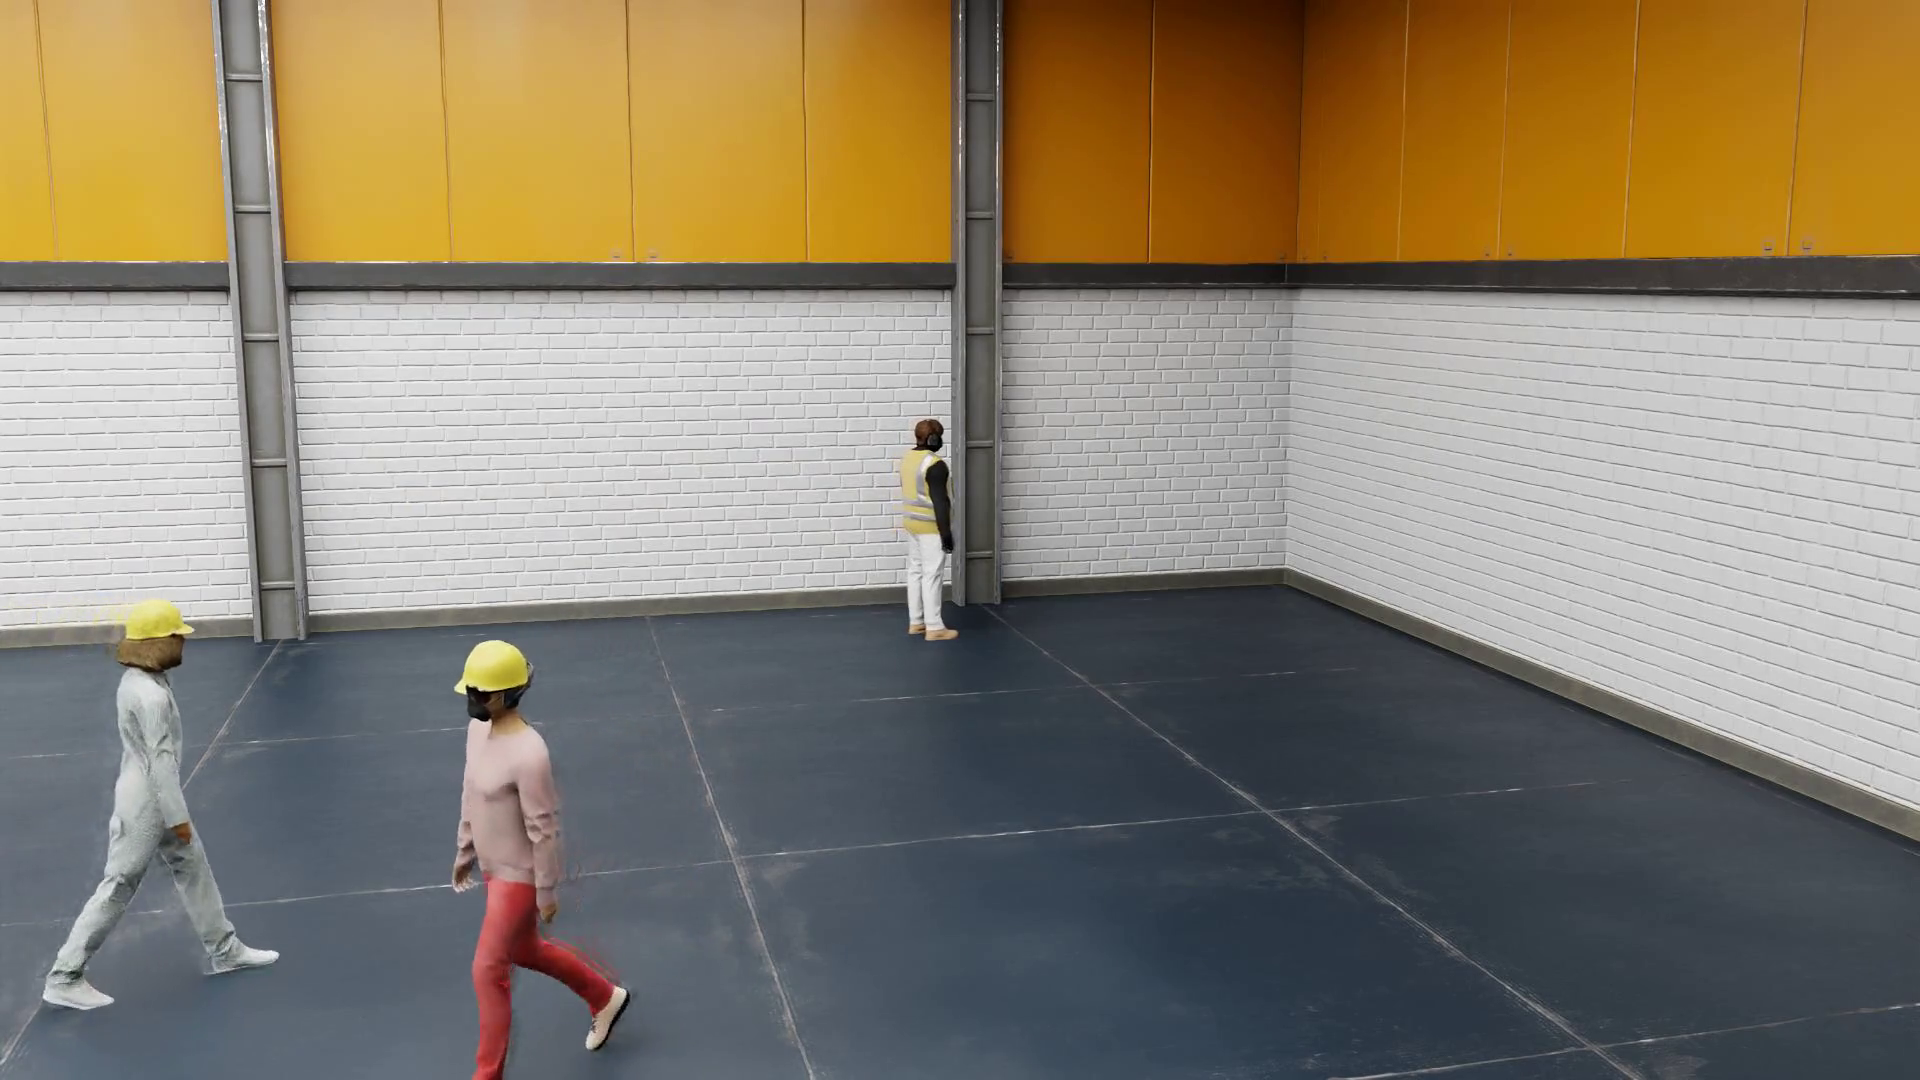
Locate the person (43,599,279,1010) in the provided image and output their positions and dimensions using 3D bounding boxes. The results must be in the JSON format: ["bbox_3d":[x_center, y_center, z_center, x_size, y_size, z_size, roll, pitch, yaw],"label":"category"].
[{"bbox_3d":[-3.414,1.086,6.942,0.904,1.697,0.498,-5,10,-28],"label":"person"}]

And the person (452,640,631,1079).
[{"bbox_3d":[-1.592,1.194,6.137,0.802,1.736,0.529,-7,11,-36],"label":"person"}]

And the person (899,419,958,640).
[{"bbox_3d":[-0.256,-0.093,13.844,0.429,1.842,0.626,-5,10,-28],"label":"person"}]
